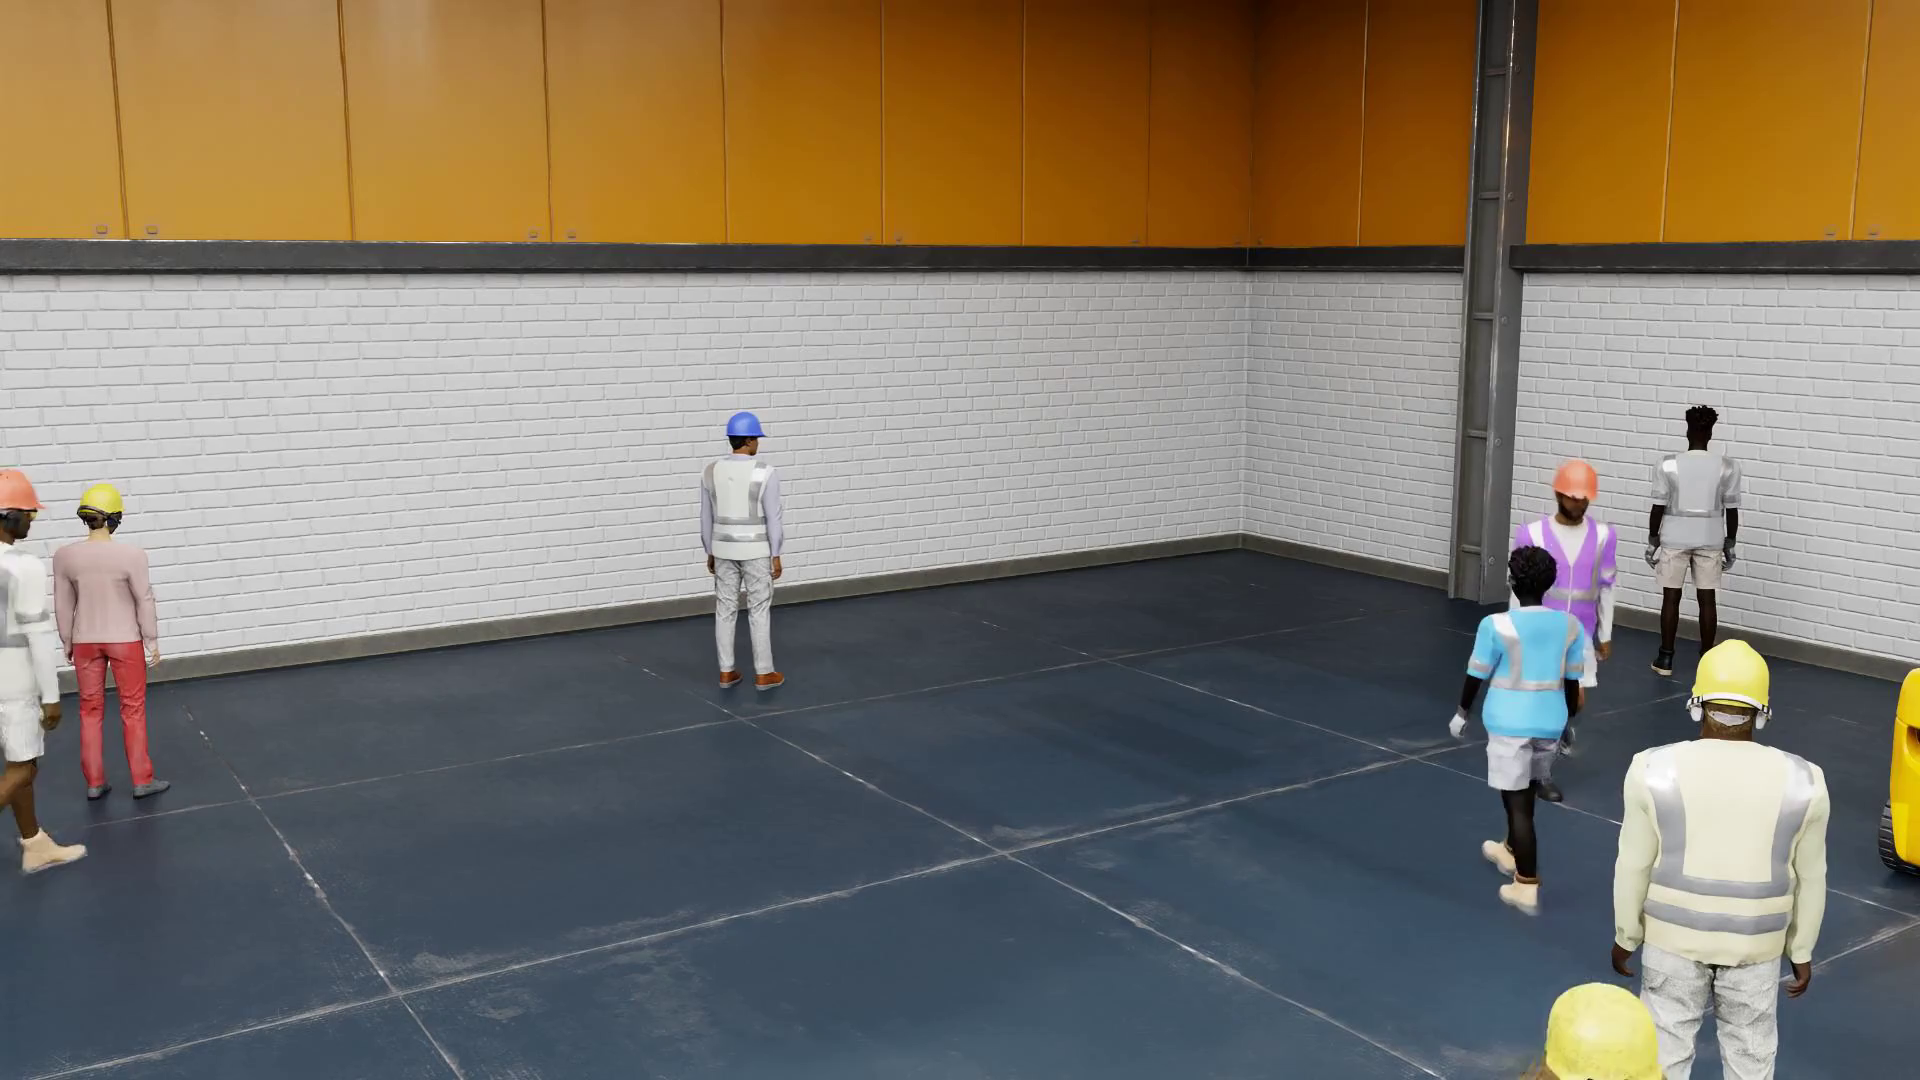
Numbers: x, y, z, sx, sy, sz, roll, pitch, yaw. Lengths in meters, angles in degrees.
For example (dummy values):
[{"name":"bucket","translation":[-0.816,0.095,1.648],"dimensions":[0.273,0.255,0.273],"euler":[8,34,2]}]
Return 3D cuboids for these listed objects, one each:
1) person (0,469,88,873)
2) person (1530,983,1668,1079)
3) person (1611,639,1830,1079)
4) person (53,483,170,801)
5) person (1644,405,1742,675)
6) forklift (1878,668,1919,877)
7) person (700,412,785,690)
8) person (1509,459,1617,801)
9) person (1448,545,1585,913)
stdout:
[{"name":"person","translation":[-4.560,0.683,7.809],"dimensions":[0.646,2.015,0.809],"euler":[4,10,24]},{"name":"person","translation":[1.156,1.630,3.026],"dimensions":[0.492,1.697,0.896],"euler":[0,9,1]},{"name":"person","translation":[2.327,1.210,5.144],"dimensions":[0.600,1.832,0.404],"euler":[2,10,14]},{"name":"person","translation":[-4.711,0.565,9.229],"dimensions":[0.533,1.767,0.326],"euler":[0,9,-2]},{"name":"person","translation":[5.265,0.009,11.974],"dimensions":[0.618,1.963,0.361],"euler":[3,10,15]},{"name":"forklift","translation":[5.511,0.571,7.906],"dimensions":[2.313,2.155,1.214],"euler":[-6,11,-33]},{"name":"person","translation":[-1.513,0.079,11.618],"dimensions":[0.606,1.944,0.403],"euler":[3,10,18]},{"name":"person","translation":[3.370,0.469,9.381],"dimensions":[0.567,1.910,0.680],"euler":[1,9,6]},{"name":"person","translation":[2.569,0.844,7.817],"dimensions":[0.543,1.669,0.739],"euler":[-3,10,-17]}]
